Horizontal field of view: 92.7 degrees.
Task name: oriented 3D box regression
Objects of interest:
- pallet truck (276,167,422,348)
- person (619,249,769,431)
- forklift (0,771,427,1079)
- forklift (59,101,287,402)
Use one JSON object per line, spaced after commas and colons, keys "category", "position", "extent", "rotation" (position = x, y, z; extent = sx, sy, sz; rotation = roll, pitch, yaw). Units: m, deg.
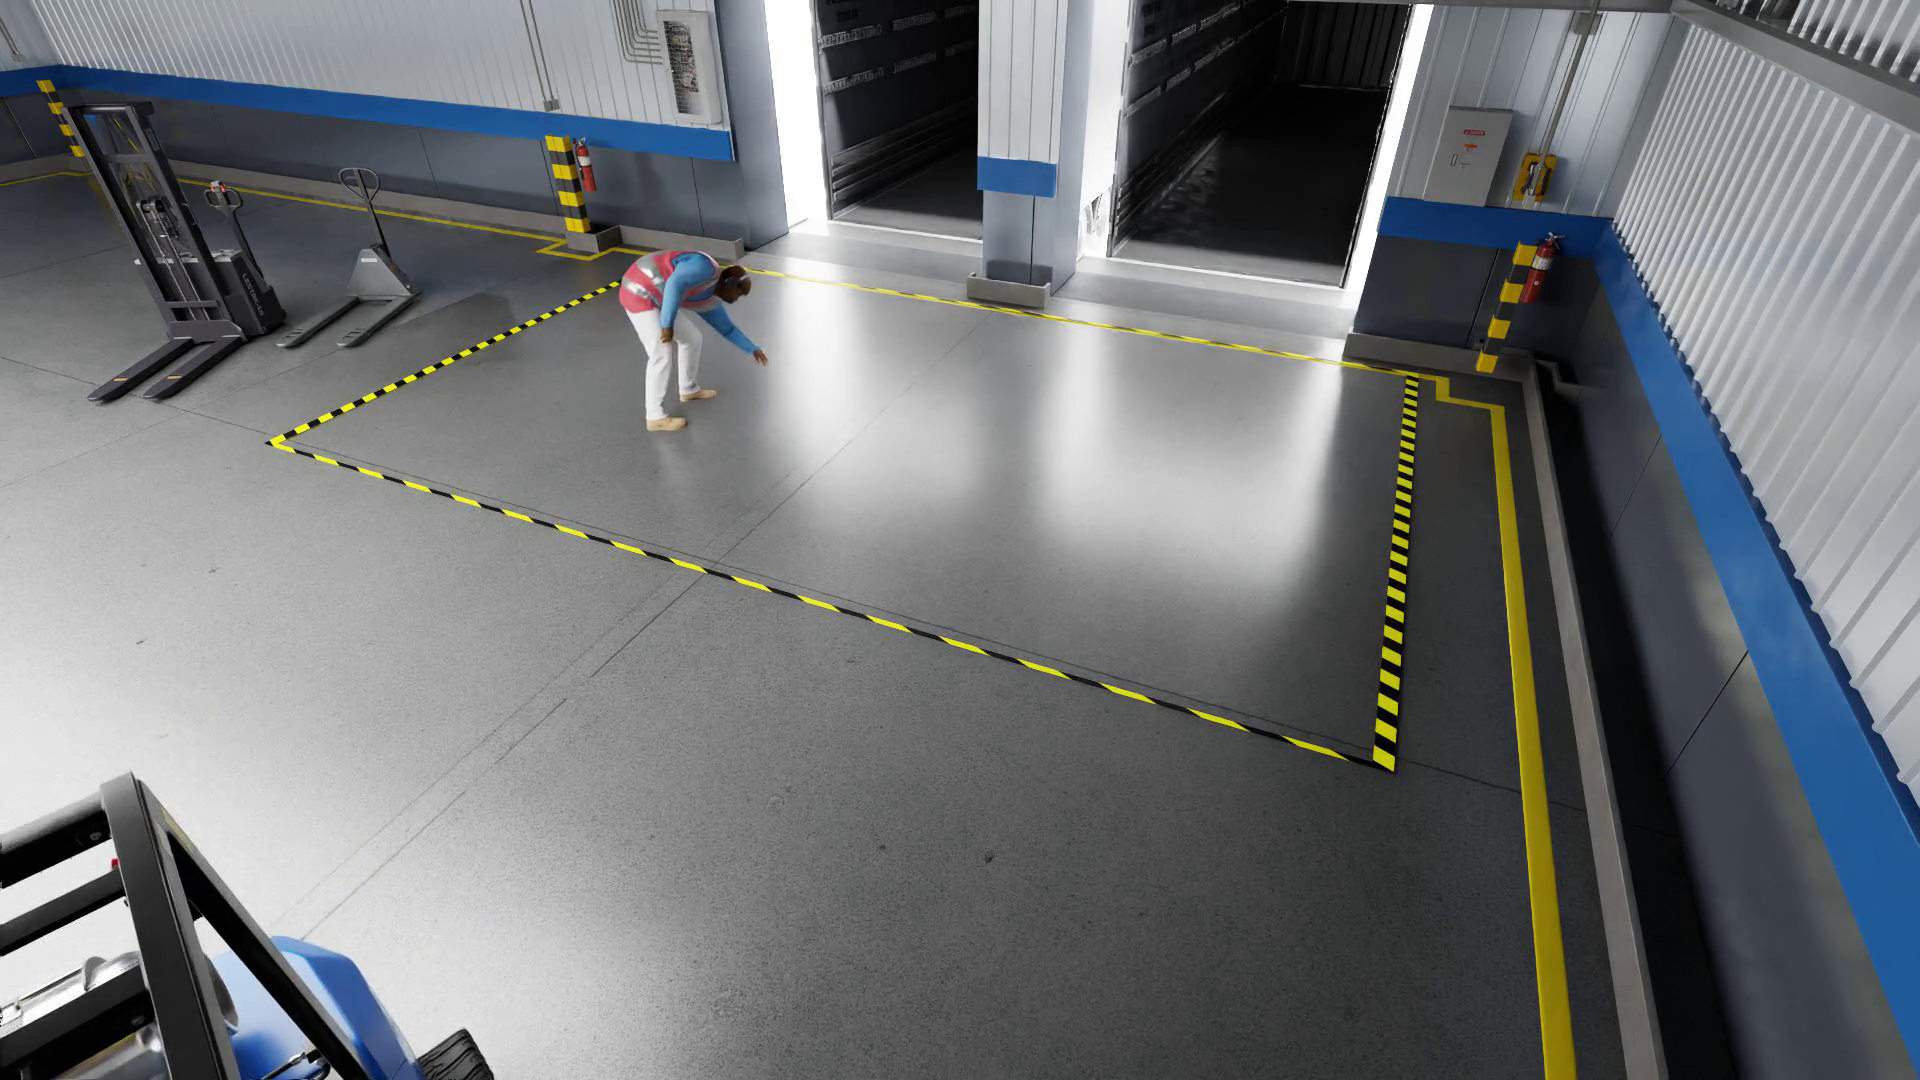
{"category": "pallet truck", "position": [-5.732, -2.611, 8.414], "extent": [0.680, 1.201, 1.601], "rotation": [-1, 35, -1]}
{"category": "person", "position": [-2.036, -1.556, 6.936], "extent": [0.880, 1.251, 0.940], "rotation": [3, 35, 4]}
{"category": "forklift", "position": [-1.292, 1.609, 1.408], "extent": [1.157, 2.036, 2.680], "rotation": [-29, 44, -35]}
{"category": "forklift", "position": [-6.686, -2.387, 7.434], "extent": [0.823, 1.965, 1.885], "rotation": [-3, 35, -5]}
